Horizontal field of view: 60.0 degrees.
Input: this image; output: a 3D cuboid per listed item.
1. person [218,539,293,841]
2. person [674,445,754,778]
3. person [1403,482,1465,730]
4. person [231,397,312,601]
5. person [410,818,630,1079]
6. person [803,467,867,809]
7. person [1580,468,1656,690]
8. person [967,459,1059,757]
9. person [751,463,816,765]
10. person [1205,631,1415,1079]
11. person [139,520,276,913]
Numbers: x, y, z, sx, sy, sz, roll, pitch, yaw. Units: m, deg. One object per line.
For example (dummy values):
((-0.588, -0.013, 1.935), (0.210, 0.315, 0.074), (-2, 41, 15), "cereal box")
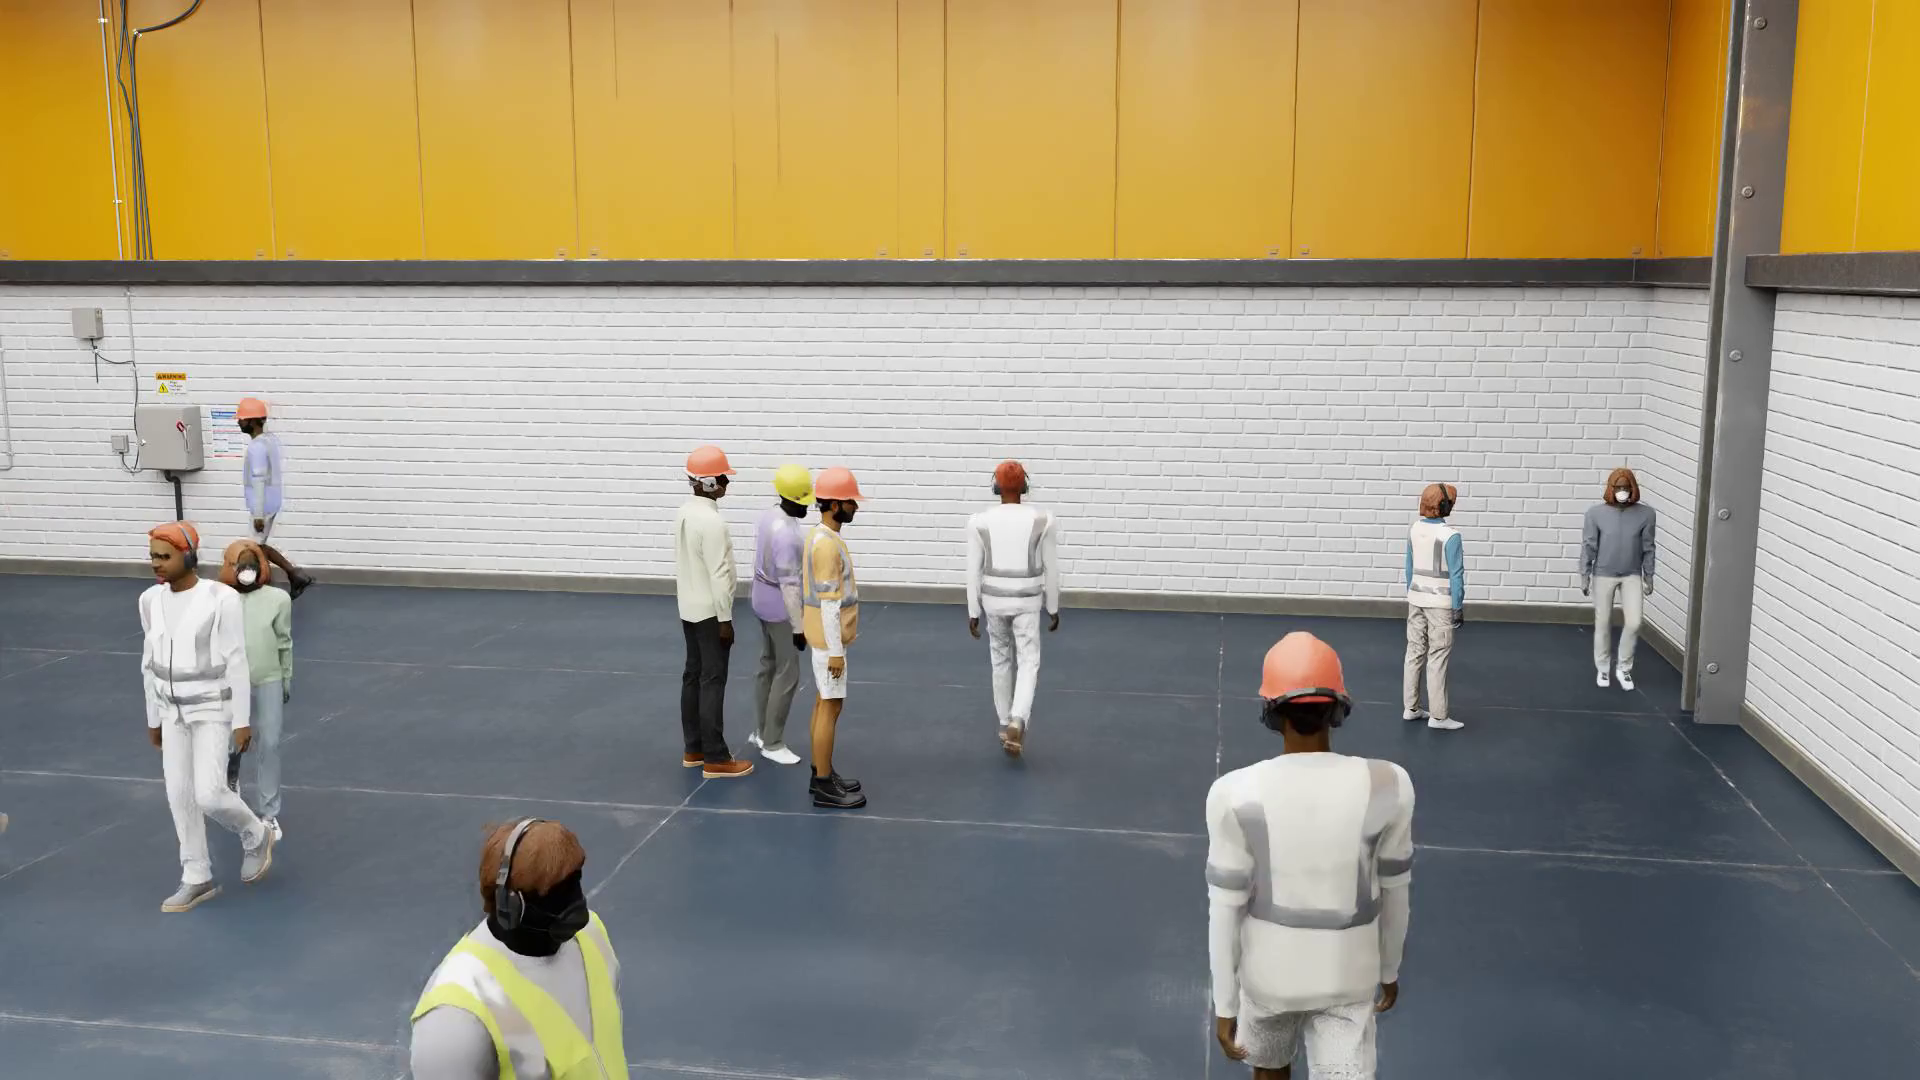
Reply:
((-3.874, 0.774, 9.028), (0.495, 1.612, 0.701), (-5, 11, -30), "person")
((-1.509, 0.427, 10.006), (0.377, 1.995, 0.608), (-6, 11, -31), "person")
((3.142, 0.437, 11.036), (0.307, 1.641, 0.514), (-4, 10, -25), "person")
((-6.148, -0.306, 14.729), (0.521, 1.927, 0.560), (-2, 9, -11), "person")
((-1.045, 1.510, 3.883), (0.735, 1.822, 0.634), (3, 10, 20), "person")
((-0.702, 0.547, 9.443), (0.367, 1.933, 0.553), (-1, 9, -8), "person")
((4.750, 0.288, 12.023), (0.524, 1.614, 0.491), (2, 9, 12), "person")
((0.326, 0.421, 10.485), (0.579, 1.857, 0.869), (1, 9, 8), "person")
((-1.112, 0.432, 10.368), (0.384, 1.877, 0.749), (-3, 10, -16), "person")
((1.006, 1.270, 4.809), (0.603, 2.012, 1.000), (1, 9, 6), "person")
((-3.617, 0.824, 7.940), (0.599, 1.868, 0.481), (3, 10, 18), "person")
